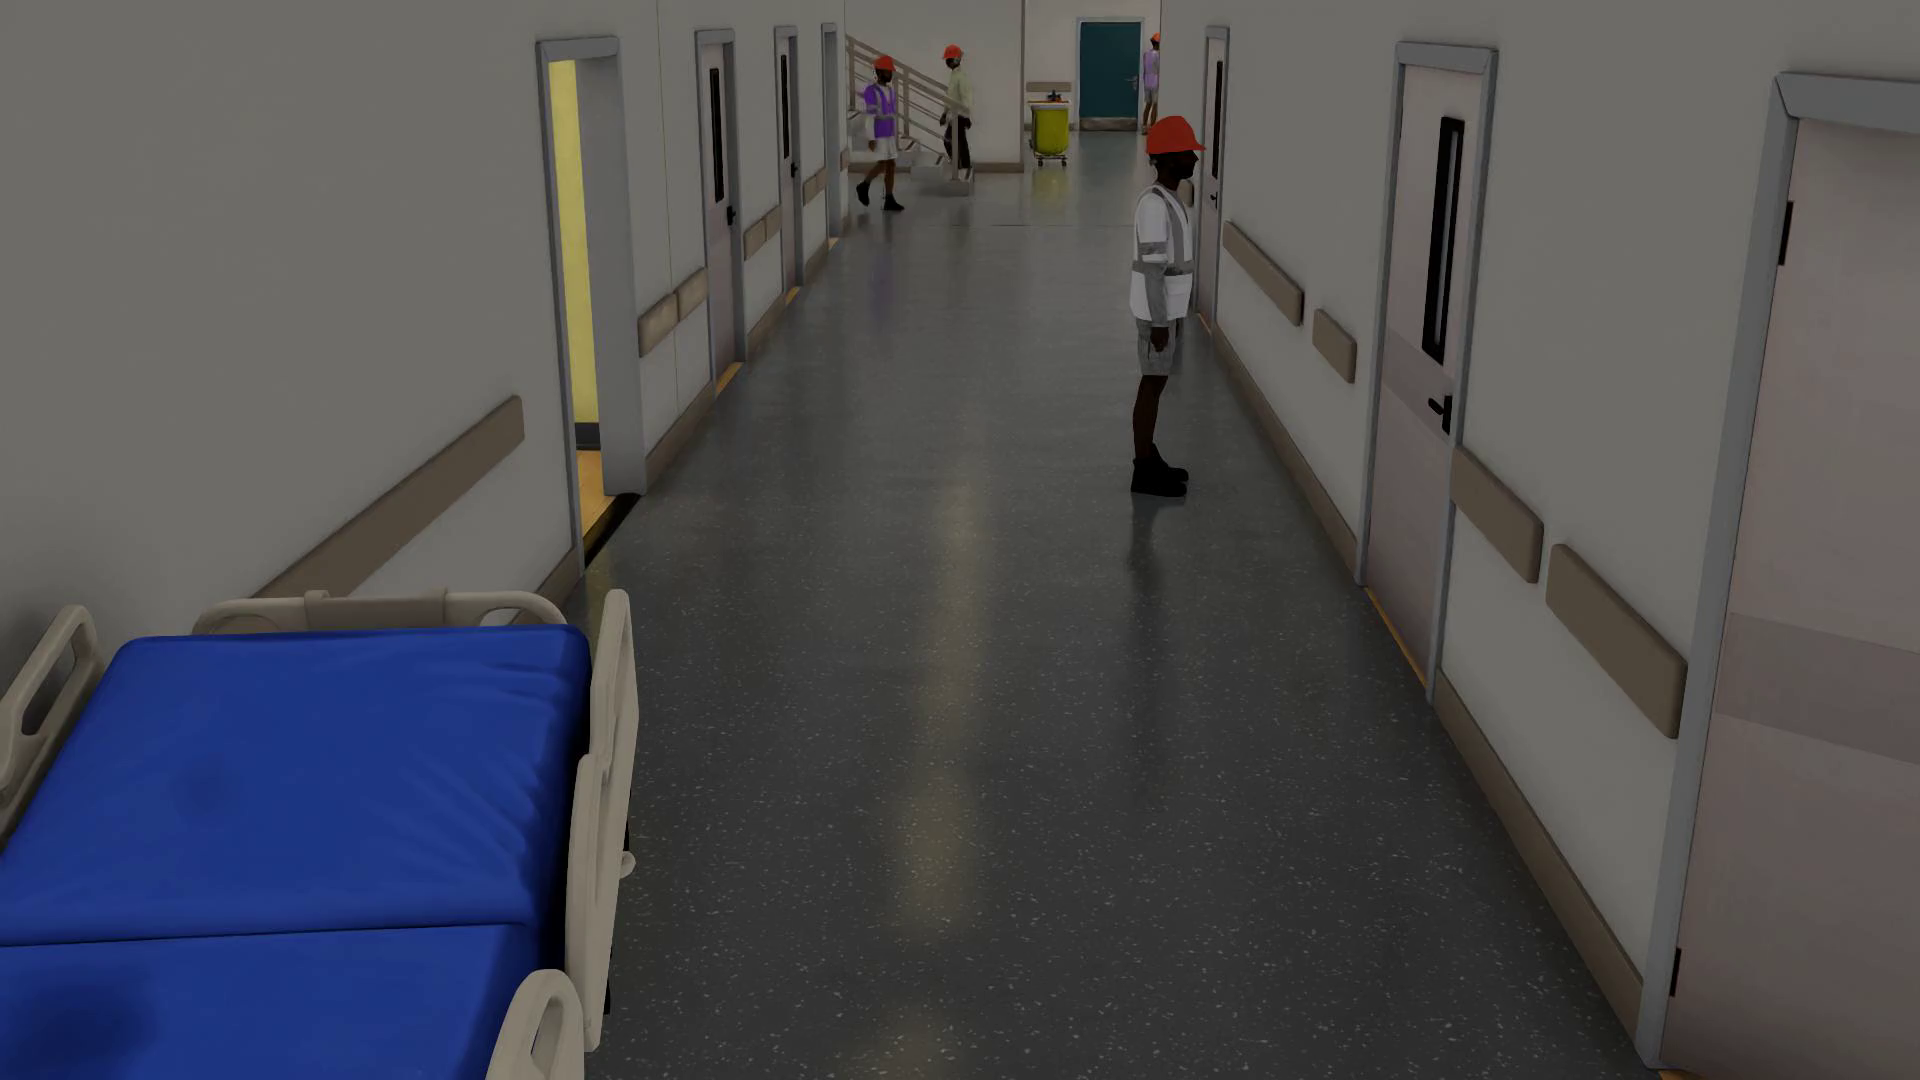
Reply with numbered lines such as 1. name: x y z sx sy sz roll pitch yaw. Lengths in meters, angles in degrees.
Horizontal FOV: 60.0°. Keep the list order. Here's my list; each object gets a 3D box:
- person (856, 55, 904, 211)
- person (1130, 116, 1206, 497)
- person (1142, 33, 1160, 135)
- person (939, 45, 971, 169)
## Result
1. person: -1.011 -5.126 20.999 0.569 1.919 0.575 13 22 35
2. person: 1.064 -1.206 8.646 0.353 1.942 0.543 4 18 12
3. person: 3.952 -9.233 33.736 0.403 2.031 0.614 -11 21 -30
4. person: -0.101 -6.251 24.444 0.635 1.966 0.628 -3 18 -9
